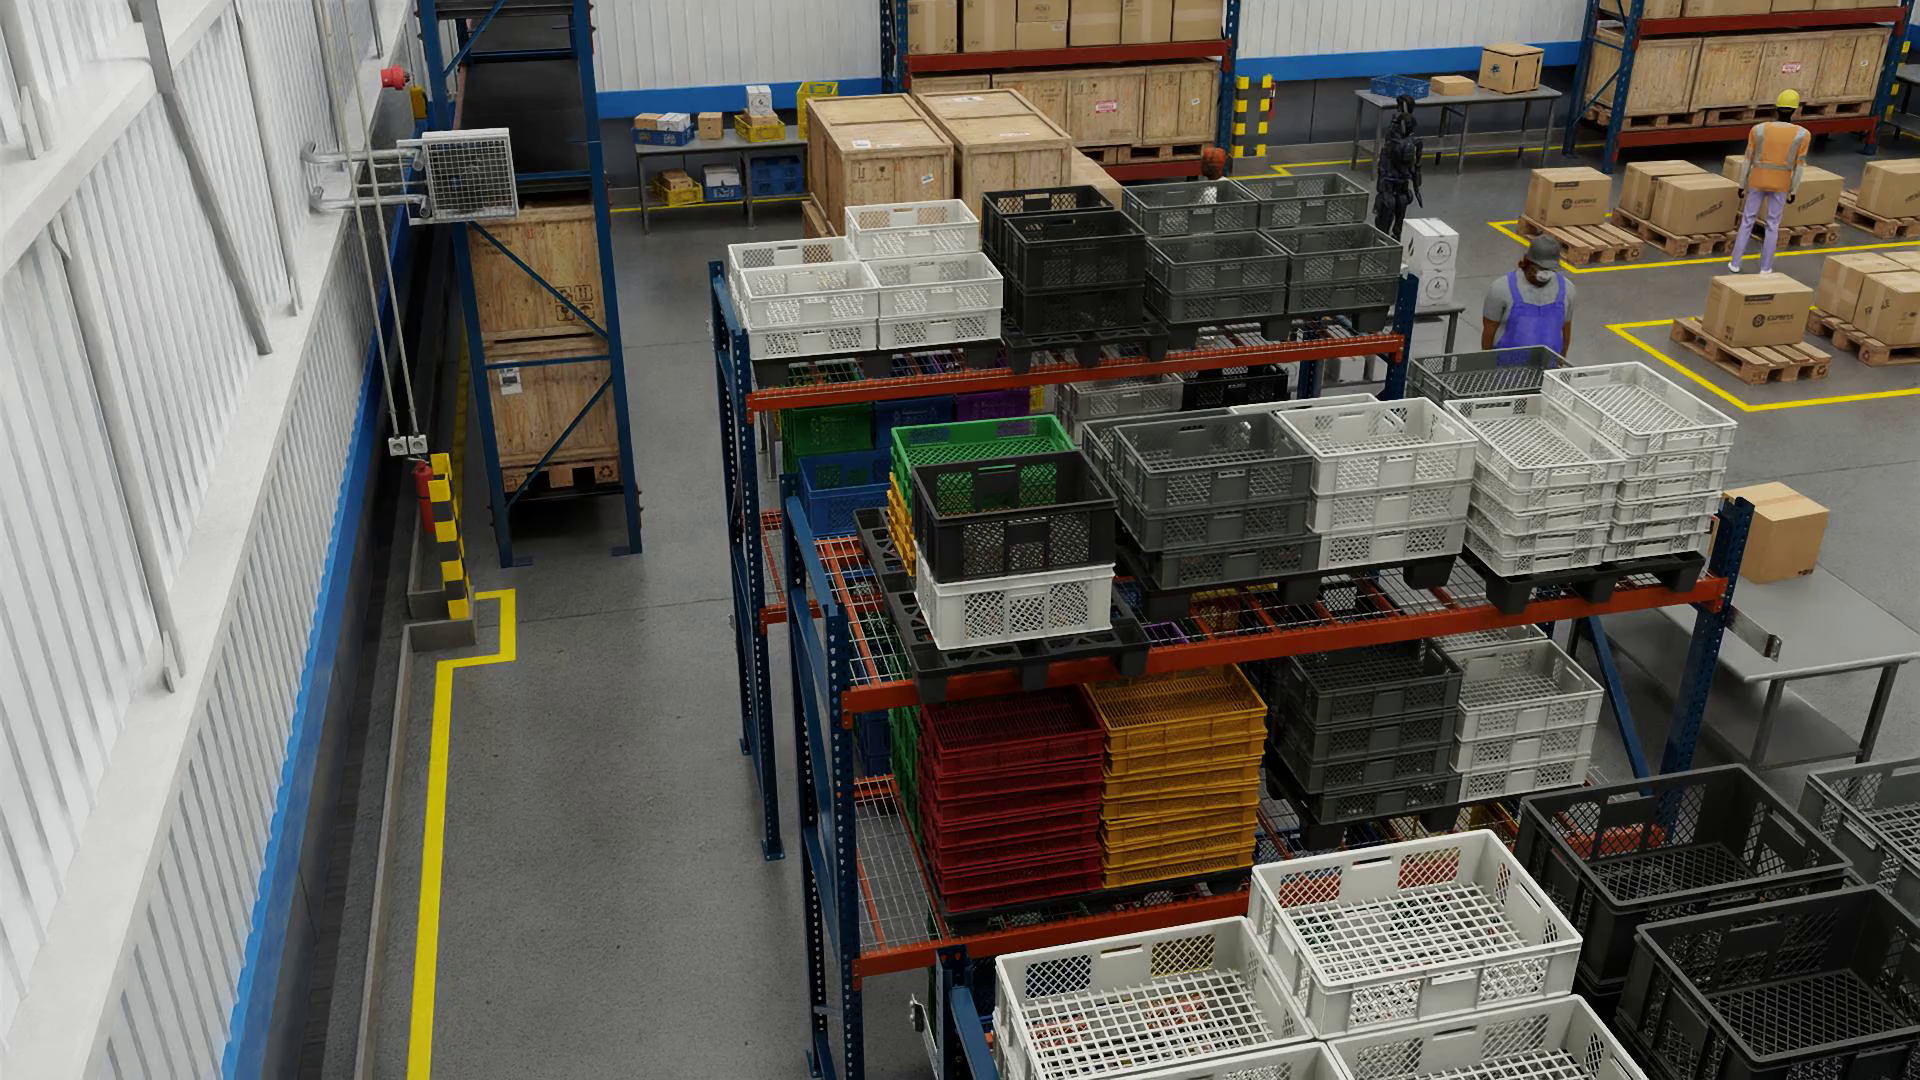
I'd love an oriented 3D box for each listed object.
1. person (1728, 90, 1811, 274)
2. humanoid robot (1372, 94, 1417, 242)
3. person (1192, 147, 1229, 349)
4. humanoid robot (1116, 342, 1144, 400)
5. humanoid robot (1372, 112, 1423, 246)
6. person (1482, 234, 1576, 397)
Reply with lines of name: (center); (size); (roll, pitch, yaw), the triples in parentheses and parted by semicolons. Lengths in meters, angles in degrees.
person: (8.433, -3.714, 17.331); (0.581, 1.918, 0.403); (14, 31, 25)
humanoid robot: (4.768, -4.044, 18.194); (0.596, 1.657, 0.325); (-24, 36, -38)
person: (2.314, -2.712, 15.459); (0.344, 1.882, 0.585); (9, 29, 17)
humanoid robot: (1.319, -1.083, 12.573); (0.327, 1.660, 0.589); (-6, 28, -11)
humanoid robot: (4.587, -3.648, 17.442); (0.592, 1.657, 0.326); (-13, 30, -23)
person: (4.327, -1.362, 12.733); (0.680, 2.000, 0.536); (0, 28, 0)
